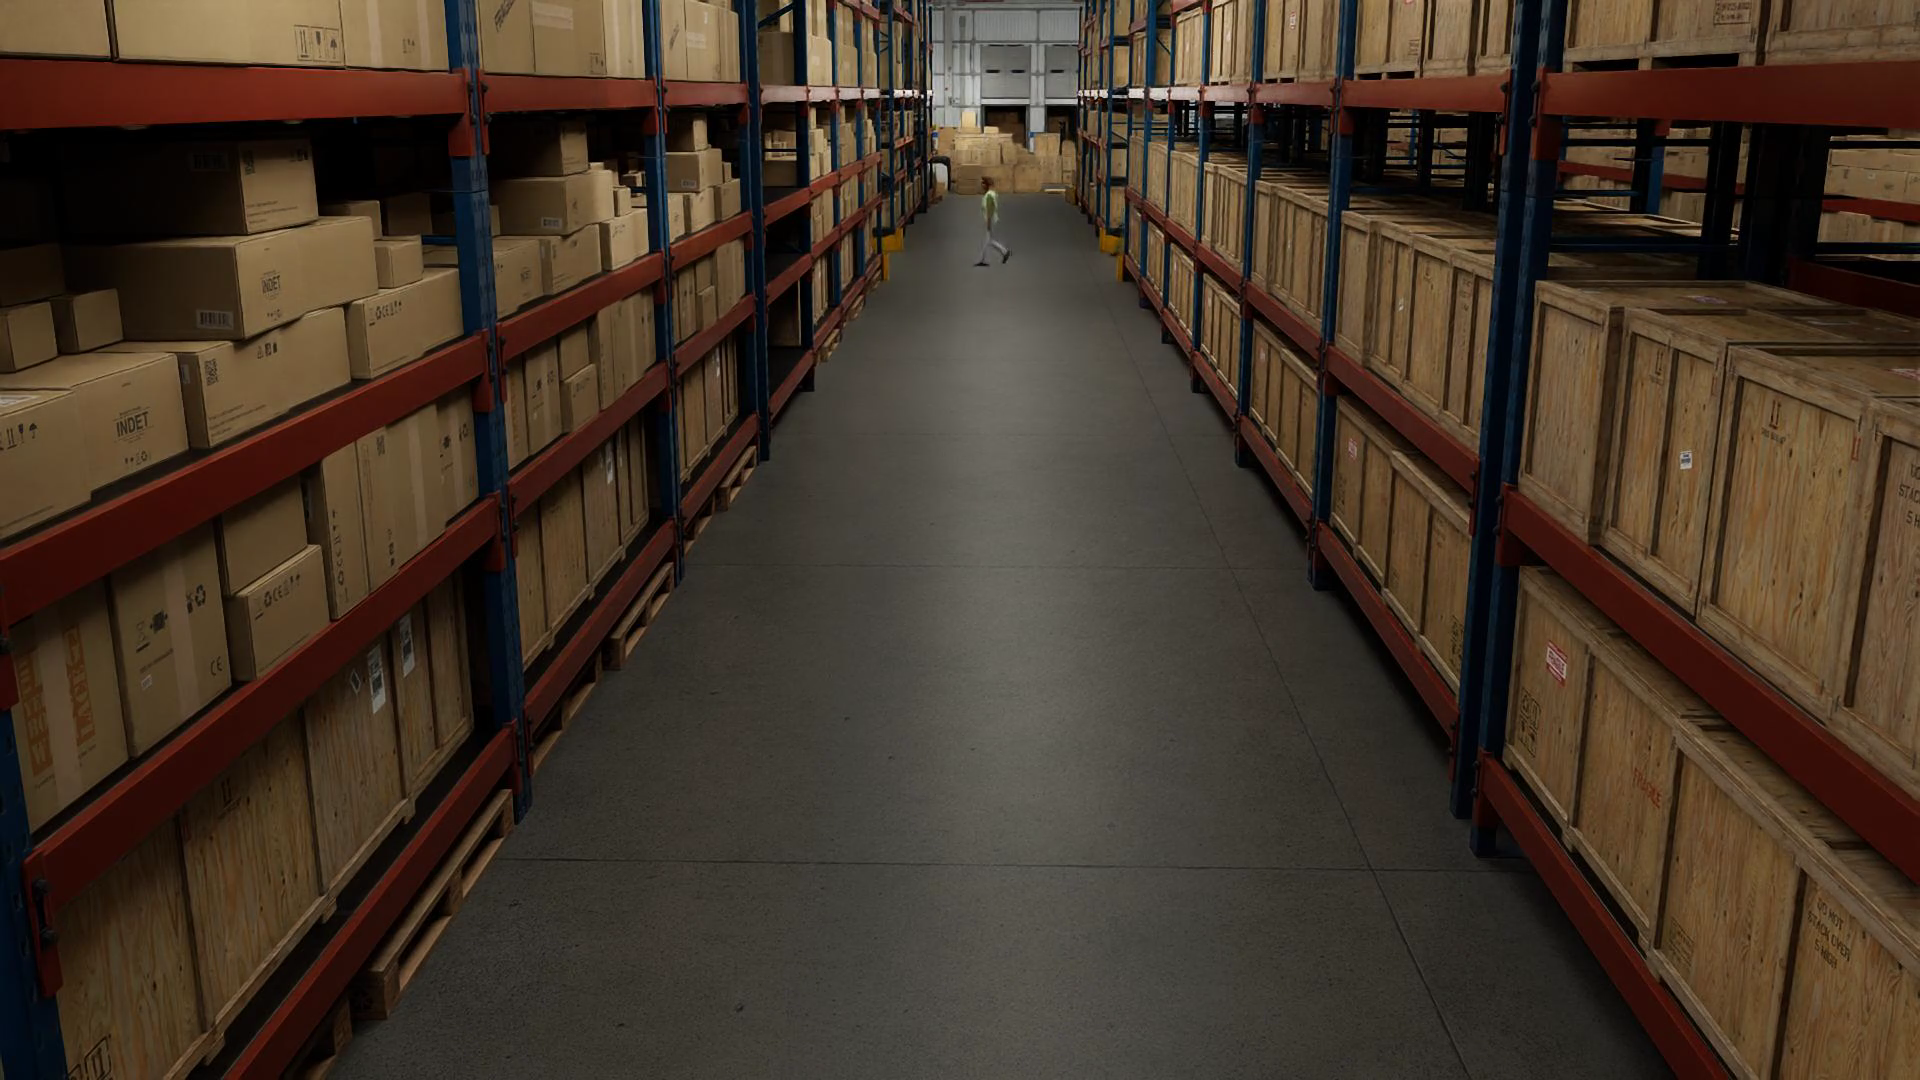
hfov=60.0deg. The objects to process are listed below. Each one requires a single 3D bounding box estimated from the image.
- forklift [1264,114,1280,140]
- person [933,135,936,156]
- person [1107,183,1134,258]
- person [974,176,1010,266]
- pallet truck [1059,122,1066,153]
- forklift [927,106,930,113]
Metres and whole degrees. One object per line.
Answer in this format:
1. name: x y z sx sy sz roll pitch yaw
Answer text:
1. forklift: 11.019 -13.929 59.618 1.129 2.768 1.873 0 15 2
2. person: -1.111 -14.317 62.872 1.073 1.938 0.623 5 16 18
3. person: 3.622 -6.898 35.900 0.859 1.591 0.513 -3 15 -12
4. person: 0.647 -6.515 34.026 0.654 1.833 0.564 -2 15 -7
5. pallet truck: 5.788 -21.111 88.014 1.885 1.965 0.823 5 16 18
6. forklift: -2.001 -20.667 84.687 1.129 2.768 1.873 0 15 2
